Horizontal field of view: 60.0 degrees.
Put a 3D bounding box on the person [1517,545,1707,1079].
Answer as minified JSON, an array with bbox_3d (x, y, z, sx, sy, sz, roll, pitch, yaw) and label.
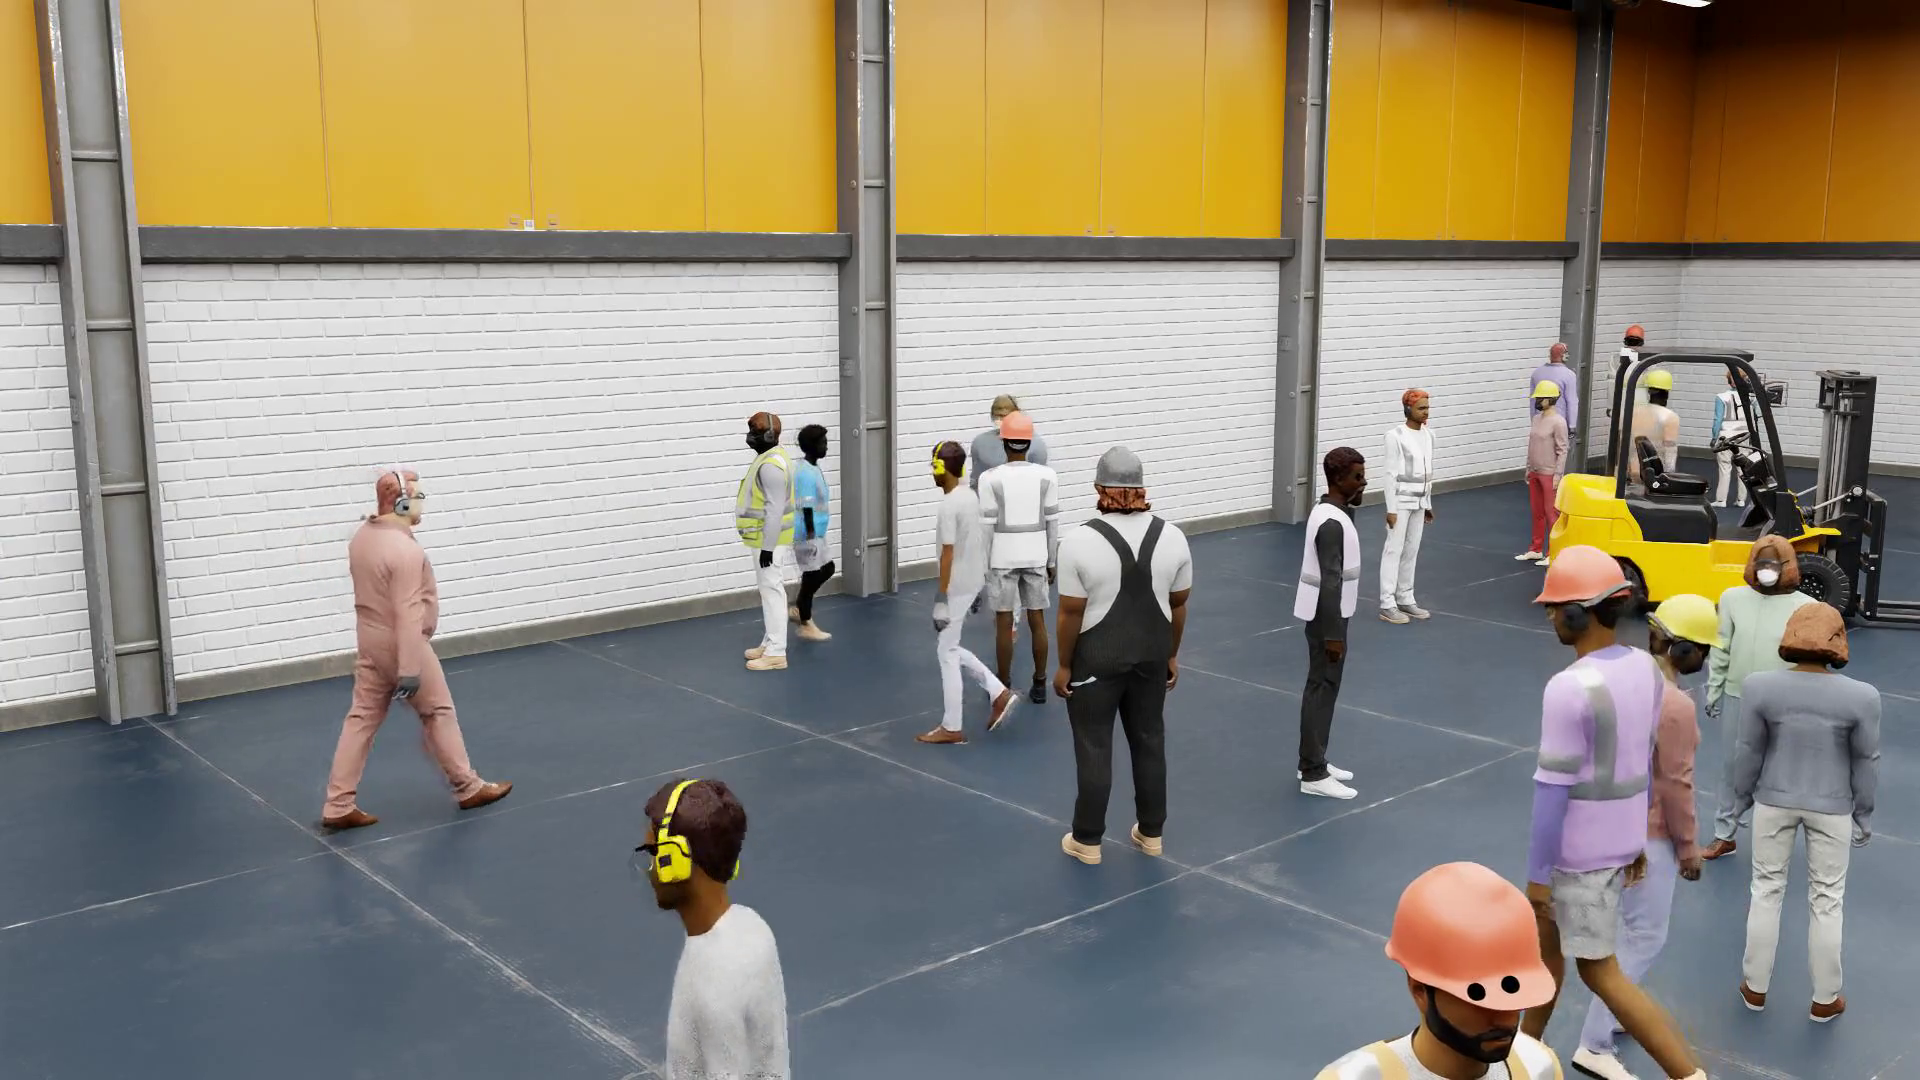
[{"bbox_3d":[2.175,1.019,5.551,0.612,1.997,1.000,-9,13,-43],"label":"person"}]

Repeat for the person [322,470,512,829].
[{"bbox_3d":[-2.895,0.560,8.612,0.652,1.861,0.995,9,13,43],"label":"person"}]

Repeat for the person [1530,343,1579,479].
[{"bbox_3d":[7.191,-1.424,20.076,0.407,1.905,0.655,-6,11,-30],"label":"person"}]

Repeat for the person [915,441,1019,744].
[{"bbox_3d":[0.036,0.329,10.025,0.527,1.847,0.645,2,10,13],"label":"person"}]

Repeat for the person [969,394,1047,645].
[{"bbox_3d":[0.378,-0.166,12.693,0.632,1.921,0.519,4,11,23],"label":"person"}]

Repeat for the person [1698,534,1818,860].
[{"bbox_3d":[3.837,0.778,7.973,0.279,1.632,0.507,-9,13,-43],"label":"person"}]

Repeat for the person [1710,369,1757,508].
[{"bbox_3d":[9.033,-1.182,19.432,0.513,1.641,0.309,-1,10,-5],"label":"person"}]

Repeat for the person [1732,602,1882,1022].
[{"bbox_3d":[3.255,1.042,6.429,0.498,1.633,0.279,6,11,31],"label":"person"}]

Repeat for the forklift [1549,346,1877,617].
[{"bbox_3d":[6.109,-0.478,13.691,2.313,2.155,1.214,3,10,16],"label":"forklift"}]

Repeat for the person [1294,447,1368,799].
[{"bbox_3d":[2.019,0.439,9.130,0.372,1.916,0.596,2,10,10],"label":"person"}]

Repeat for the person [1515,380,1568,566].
[{"bbox_3d":[5.560,-0.636,15.869,0.314,1.767,0.534,-2,10,-14],"label":"person"}]

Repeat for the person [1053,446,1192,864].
[{"bbox_3d":[0.747,0.549,8.126,0.689,2.000,0.538,-3,10,-19],"label":"person"}]

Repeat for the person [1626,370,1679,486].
[{"bbox_3d":[6.337,-0.623,15.392,0.733,1.906,0.591,-5,11,-26],"label":"person"}]

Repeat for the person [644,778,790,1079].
[{"bbox_3d":[-0.508,1.435,3.546,0.342,1.842,0.644,-1,10,-6],"label":"person"}]

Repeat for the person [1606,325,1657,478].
[{"bbox_3d":[8.813,-1.799,21.868,0.608,2.044,0.371,4,10,20],"label":"person"}]

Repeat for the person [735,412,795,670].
[{"bbox_3d":[-1.393,0.000,11.911,0.429,1.846,0.633,-1,10,-8],"label":"person"}]

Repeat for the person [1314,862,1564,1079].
[{"bbox_3d":[0.838,1.490,2.913,0.543,1.939,0.361,-5,11,-25],"label":"person"}]

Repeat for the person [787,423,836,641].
[{"bbox_3d":[-1.132,-0.051,12.679,0.352,1.682,0.545,1,10,3],"label":"person"}]

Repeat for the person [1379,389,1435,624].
[{"bbox_3d":[3.624,-0.276,13.426,0.574,1.880,0.361,-8,12,-38],"label":"person"}]

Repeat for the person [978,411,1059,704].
[{"bbox_3d":[0.371,0.125,10.903,0.543,1.940,0.361,-2,10,-12],"label":"person"}]

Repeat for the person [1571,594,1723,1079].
[{"bbox_3d":[2.450,1.065,5.989,0.525,1.739,0.733,1,10,5],"label":"person"}]
